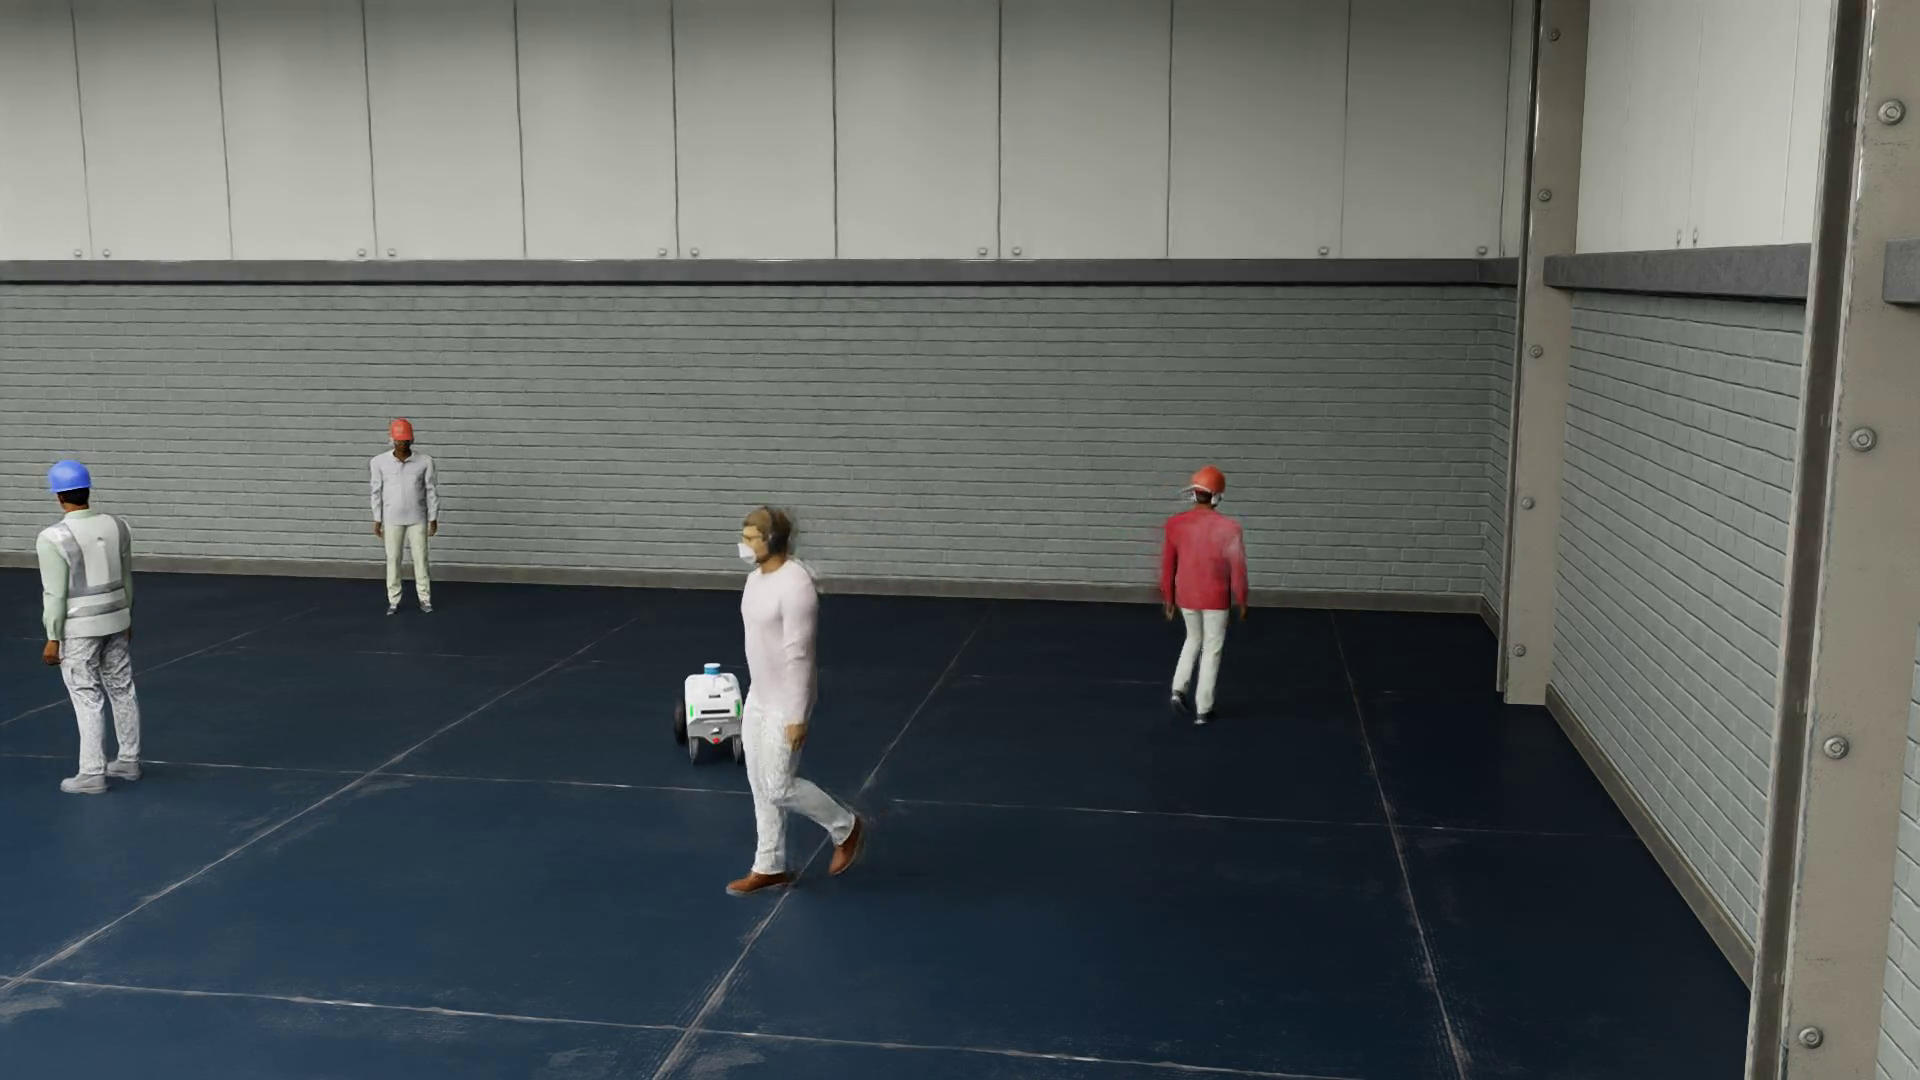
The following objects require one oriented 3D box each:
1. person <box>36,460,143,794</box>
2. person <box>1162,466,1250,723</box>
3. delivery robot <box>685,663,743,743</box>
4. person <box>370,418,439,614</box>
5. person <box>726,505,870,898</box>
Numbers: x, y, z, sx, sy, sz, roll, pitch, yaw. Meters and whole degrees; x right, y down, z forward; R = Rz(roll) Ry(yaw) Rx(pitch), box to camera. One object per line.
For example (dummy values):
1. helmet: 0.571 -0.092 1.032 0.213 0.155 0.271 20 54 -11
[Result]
1. person: -5.078 0.503 9.687 0.403 1.944 0.605 3 10 19
2. person: 1.667 0.367 11.157 0.566 1.737 0.367 7 12 37
3. delivery robot: -1.554 1.022 10.476 0.477 0.478 0.707 -2 9 -10
4. person: -4.904 -0.207 14.700 0.576 1.743 0.356 -3 10 -19
5. person: -0.813 0.779 8.038 0.604 1.927 0.639 -5 10 -29
